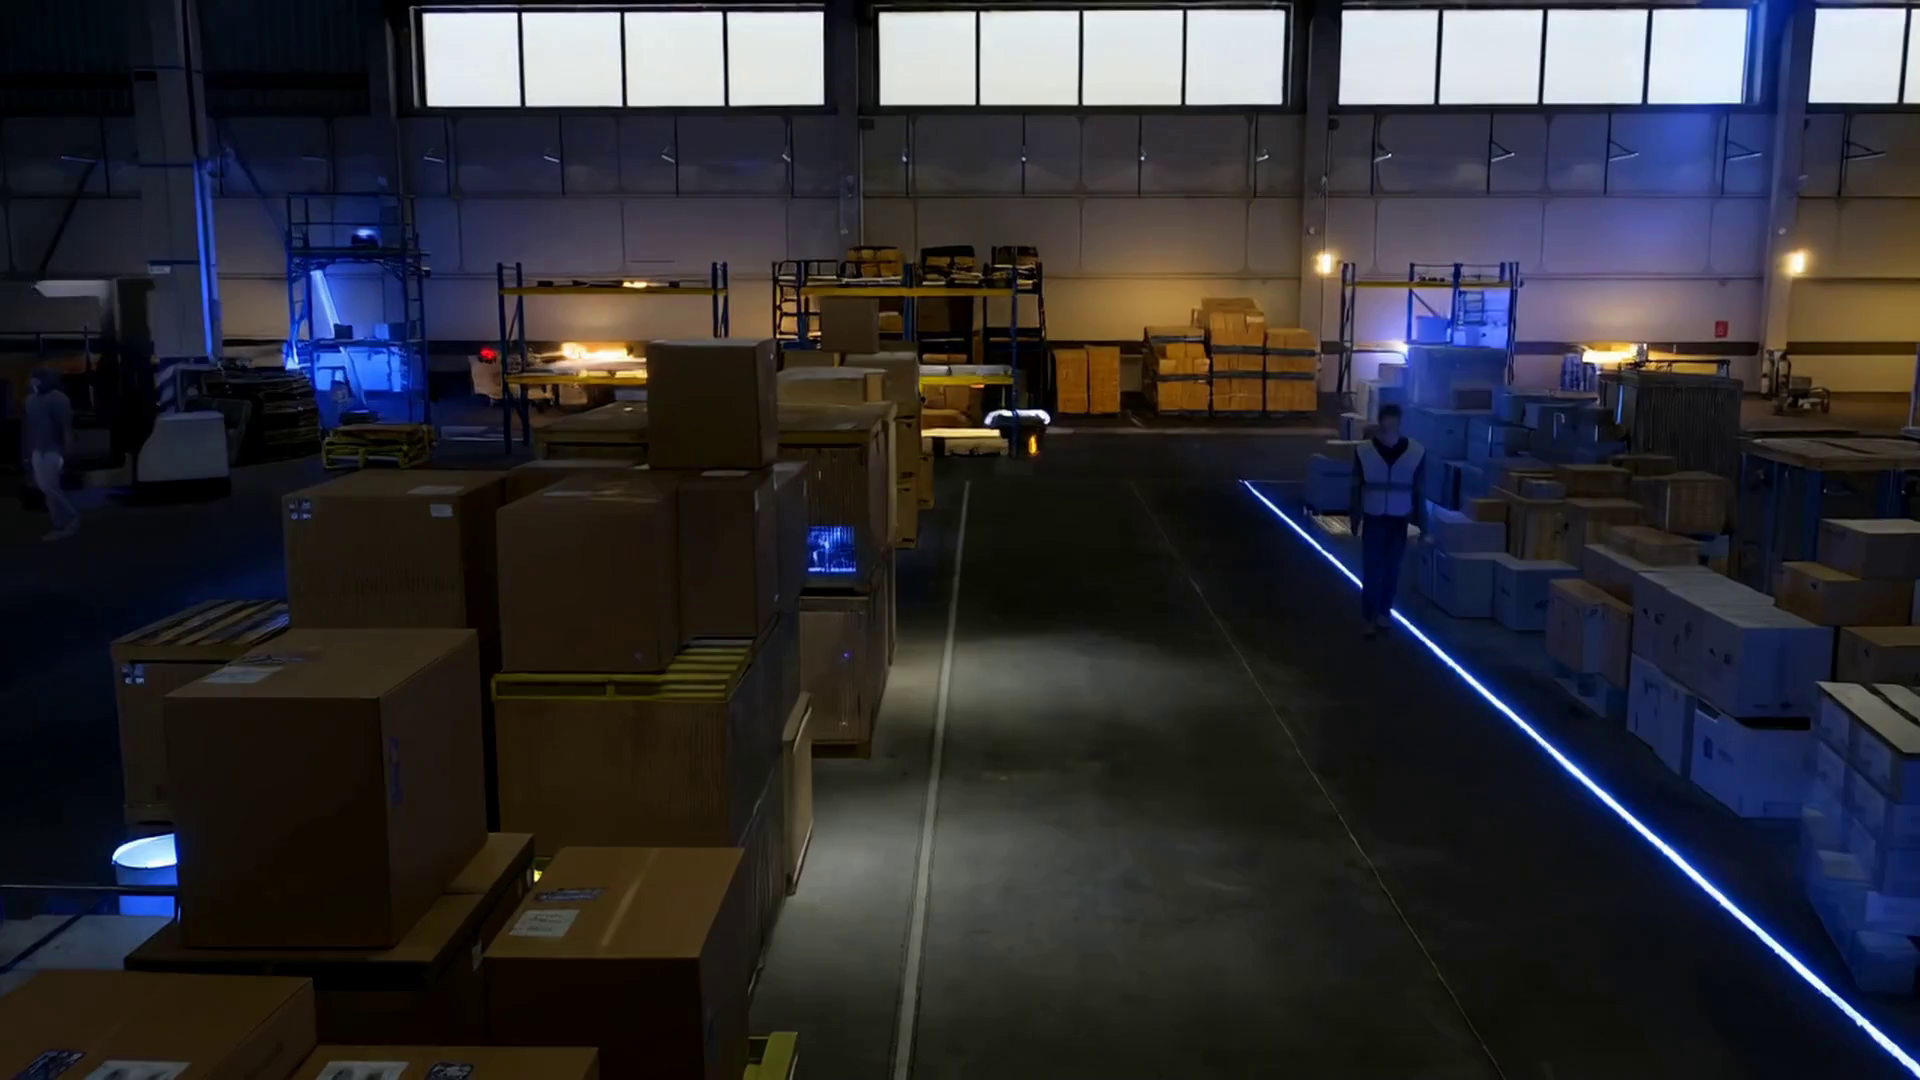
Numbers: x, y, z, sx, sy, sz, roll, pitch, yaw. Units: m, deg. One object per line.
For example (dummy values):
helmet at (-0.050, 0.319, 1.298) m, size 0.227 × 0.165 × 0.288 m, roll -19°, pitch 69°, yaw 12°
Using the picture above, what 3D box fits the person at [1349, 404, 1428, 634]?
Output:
person at (3.502, -0.160, 13.567) m, size 0.605 × 1.879 × 0.905 m, roll 1°, pitch 10°, yaw 7°

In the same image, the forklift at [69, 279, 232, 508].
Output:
forklift at (-10.307, -1.890, 20.959) m, size 1.873 × 2.768 × 1.129 m, roll -4°, pitch 10°, yaw -25°

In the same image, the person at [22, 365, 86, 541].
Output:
person at (-9.967, -0.945, 18.152) m, size 0.636 × 1.921 × 0.432 m, roll 5°, pitch 11°, yaw 28°
